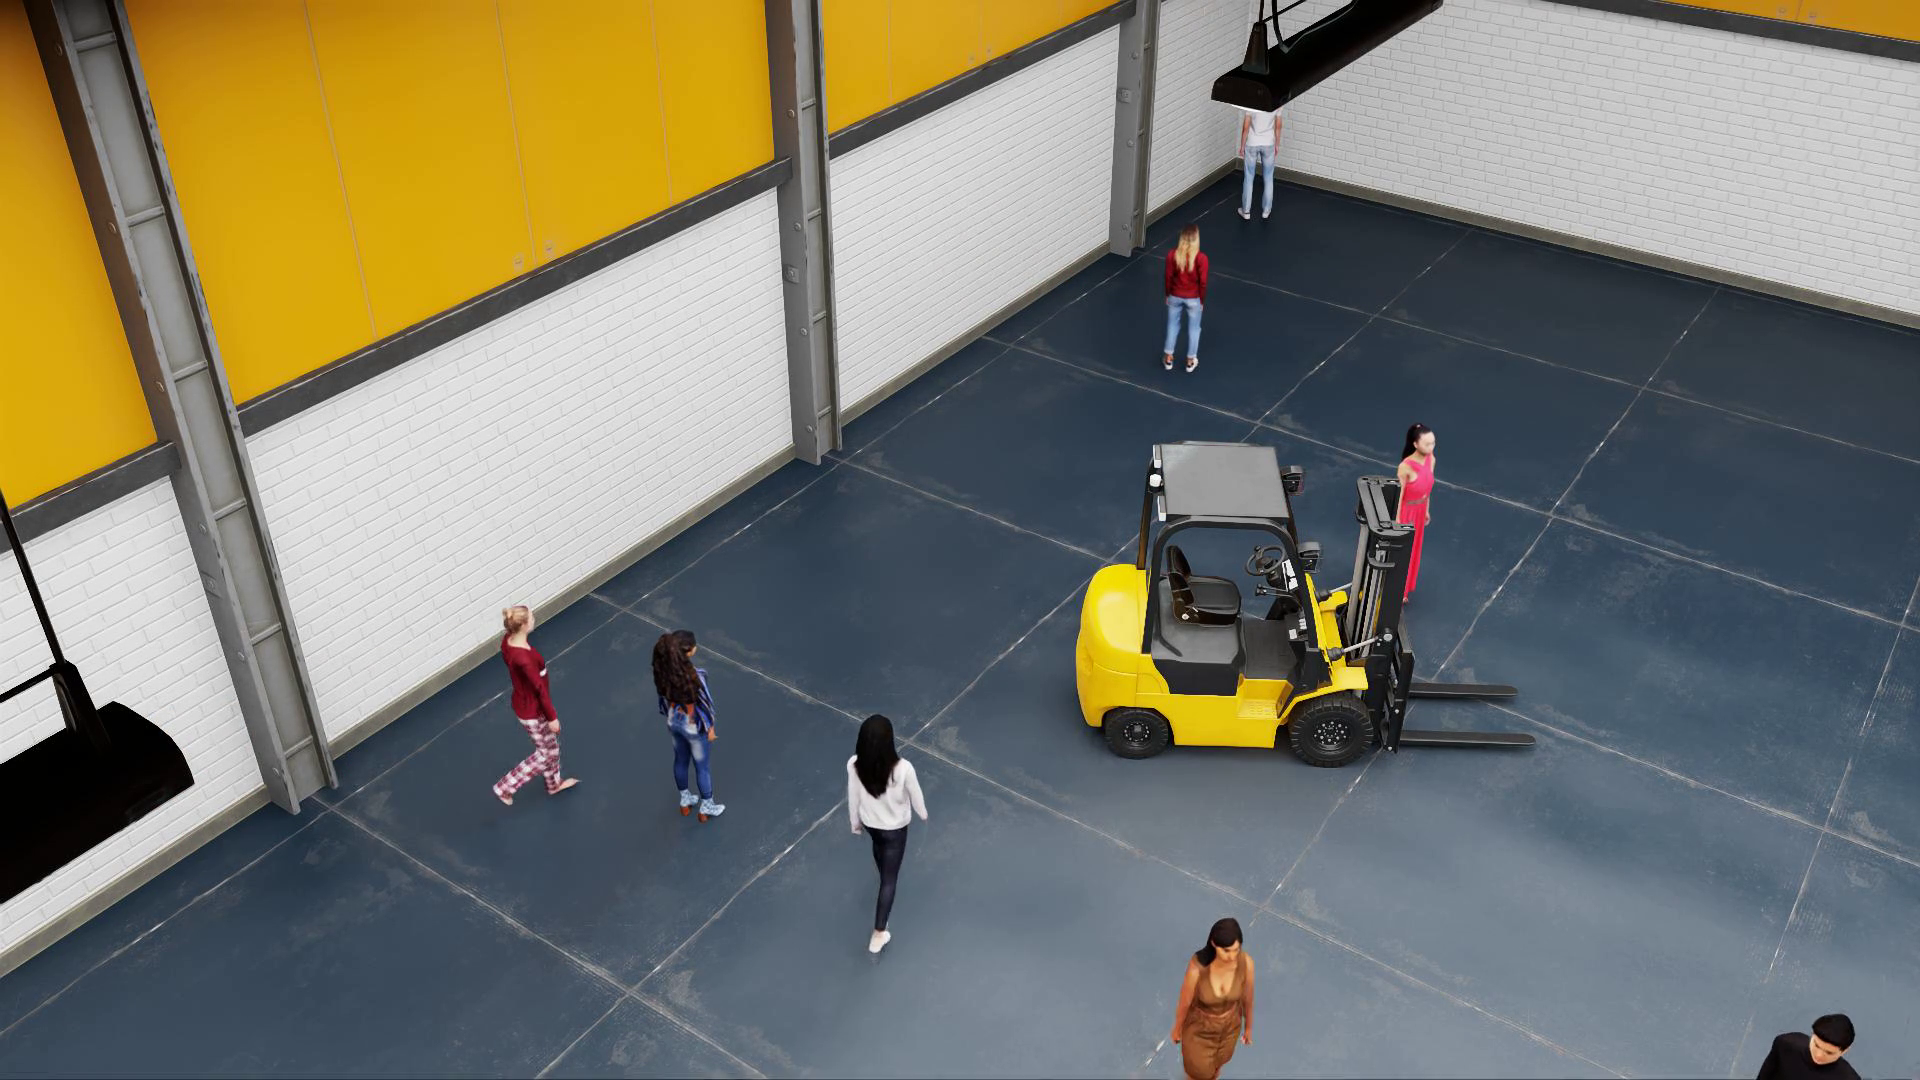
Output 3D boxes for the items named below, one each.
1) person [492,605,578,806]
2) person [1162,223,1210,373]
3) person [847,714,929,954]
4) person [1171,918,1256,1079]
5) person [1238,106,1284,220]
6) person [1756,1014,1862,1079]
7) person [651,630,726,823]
[{"bbox_3d":[-3.070,1.199,11.725,0.963,1.691,0.819,-17,37,-24],"label":"person"},{"bbox_3d":[2.350,-2.532,17.392,0.648,1.630,0.613,11,35,16],"label":"person"},{"bbox_3d":[-0.504,1.889,10.713,0.861,1.661,1.200,10,35,14],"label":"person"},{"bbox_3d":[1.402,2.711,9.463,0.709,1.676,0.777,-9,35,-13],"label":"person"},{"bbox_3d":[3.754,-4.930,20.802,0.729,1.850,0.750,-1,34,-1],"label":"person"},{"bbox_3d":[4.495,3.074,8.891,0.958,1.705,0.827,-23,40,-30],"label":"person"},{"bbox_3d":[-1.897,1.291,11.654,0.599,1.616,0.544,20,38,27],"label":"person"}]
